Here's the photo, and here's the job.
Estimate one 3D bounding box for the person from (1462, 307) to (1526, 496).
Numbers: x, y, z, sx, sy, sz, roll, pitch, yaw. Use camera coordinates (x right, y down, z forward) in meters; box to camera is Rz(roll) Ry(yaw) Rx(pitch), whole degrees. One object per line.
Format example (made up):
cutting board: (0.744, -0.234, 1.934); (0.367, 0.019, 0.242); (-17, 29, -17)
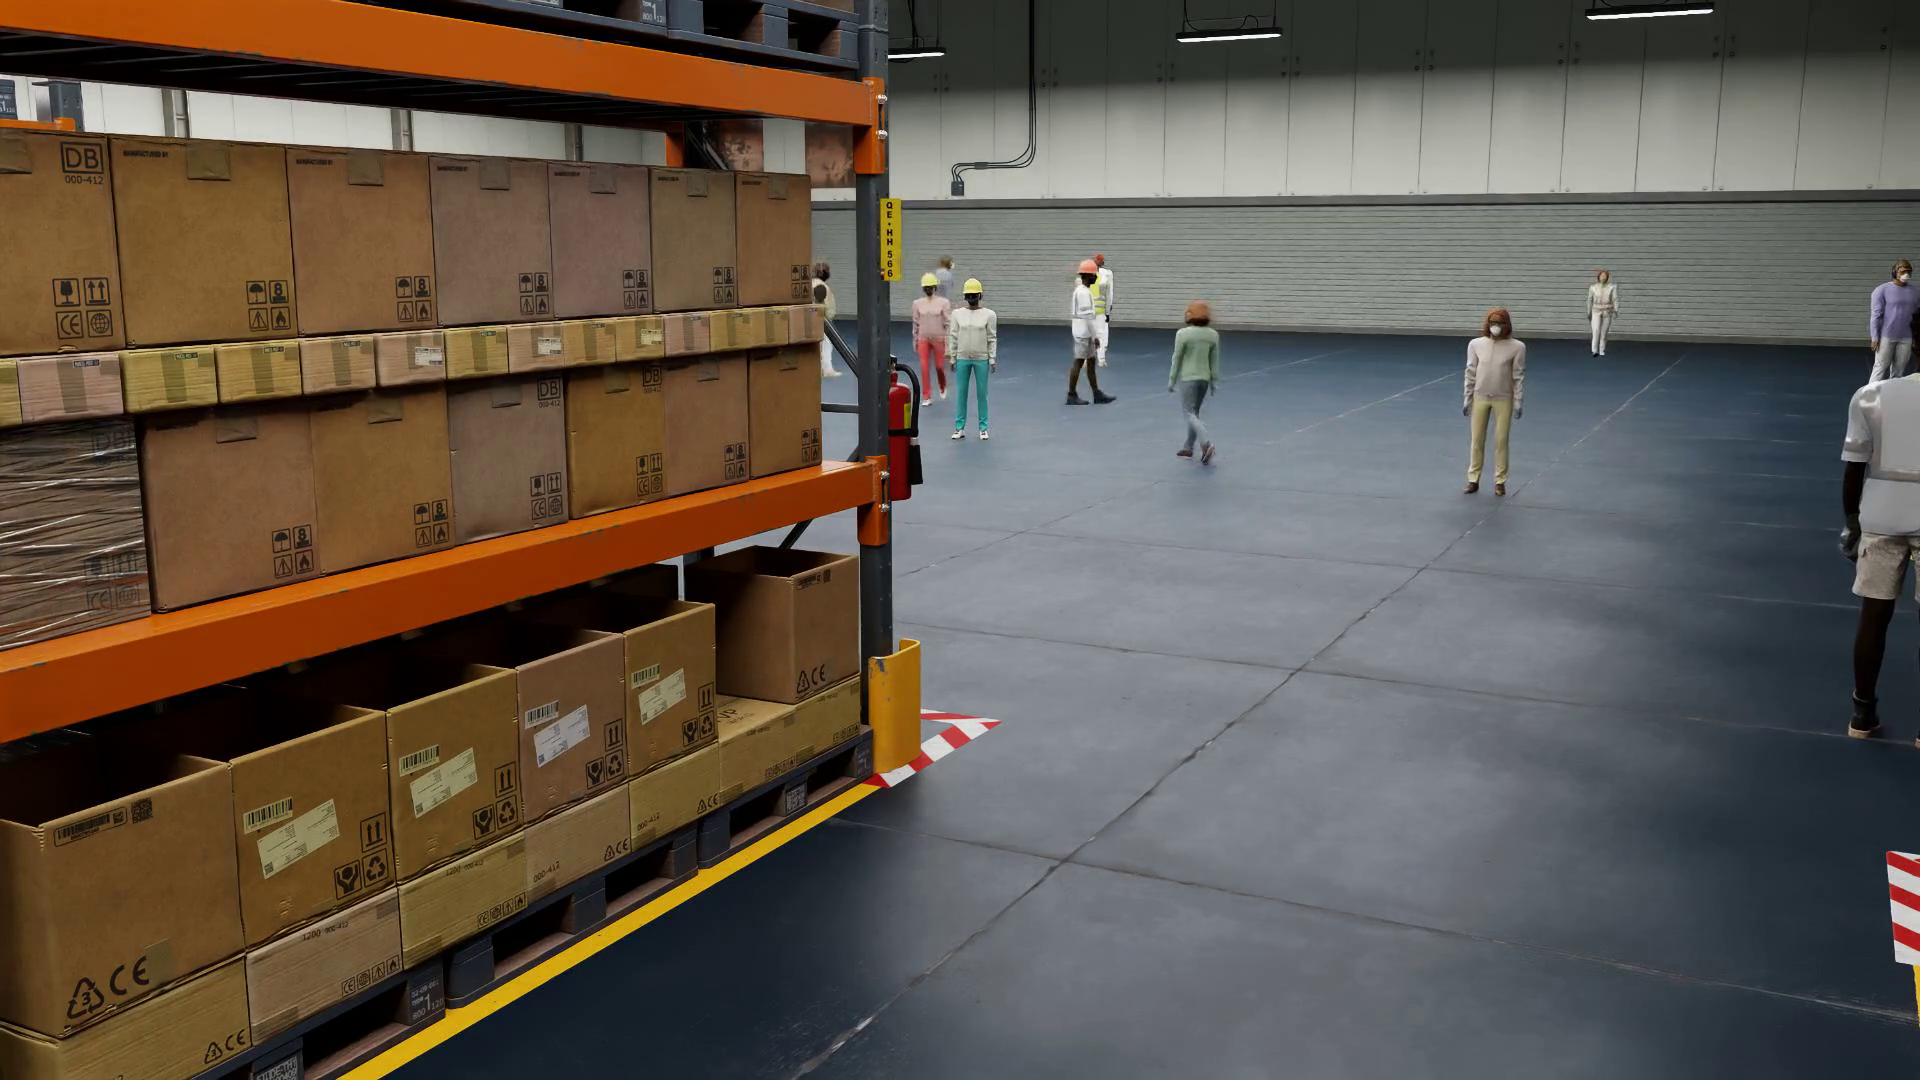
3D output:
person: (4.616, -1.202, 14.411); (0.508, 1.631, 0.276); (6, 12, 29)

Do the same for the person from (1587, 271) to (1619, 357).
person: (11.907, -4.191, 30.835); (0.511, 1.588, 0.890); (3, 11, 15)

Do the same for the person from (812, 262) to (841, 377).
person: (-2.242, -3.485, 26.341); (0.636, 1.821, 0.638); (-2, 11, -9)

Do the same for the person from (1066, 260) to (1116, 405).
person: (1.718, -2.731, 22.017); (0.574, 1.934, 0.554); (1, 10, 6)

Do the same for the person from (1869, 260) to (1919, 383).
person: (11.574, -2.489, 20.595); (0.632, 1.940, 0.368); (-1, 10, -4)

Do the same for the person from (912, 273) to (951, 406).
person: (-0.369, -2.656, 22.020); (0.534, 1.745, 0.583); (2, 11, 11)

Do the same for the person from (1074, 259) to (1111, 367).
person: (2.263, -3.873, 28.417); (0.624, 1.841, 0.430); (2, 11, 11)

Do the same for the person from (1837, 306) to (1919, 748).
person: (4.201, -0.064, 7.317); (0.608, 1.957, 0.390); (10, 15, 44)

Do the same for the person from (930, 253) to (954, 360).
person: (-0.335, -4.190, 29.930); (0.637, 1.918, 0.634); (-3, 11, -17)

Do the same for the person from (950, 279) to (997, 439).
person: (0.141, -1.984, 18.313); (0.523, 1.769, 0.314); (2, 11, 9)

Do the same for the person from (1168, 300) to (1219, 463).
person: (2.359, -1.575, 16.496); (0.499, 1.609, 0.738); (-6, 12, -29)

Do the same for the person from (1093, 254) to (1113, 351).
person: (2.684, -4.603, 32.280); (0.574, 1.882, 0.356); (-1, 10, -3)
